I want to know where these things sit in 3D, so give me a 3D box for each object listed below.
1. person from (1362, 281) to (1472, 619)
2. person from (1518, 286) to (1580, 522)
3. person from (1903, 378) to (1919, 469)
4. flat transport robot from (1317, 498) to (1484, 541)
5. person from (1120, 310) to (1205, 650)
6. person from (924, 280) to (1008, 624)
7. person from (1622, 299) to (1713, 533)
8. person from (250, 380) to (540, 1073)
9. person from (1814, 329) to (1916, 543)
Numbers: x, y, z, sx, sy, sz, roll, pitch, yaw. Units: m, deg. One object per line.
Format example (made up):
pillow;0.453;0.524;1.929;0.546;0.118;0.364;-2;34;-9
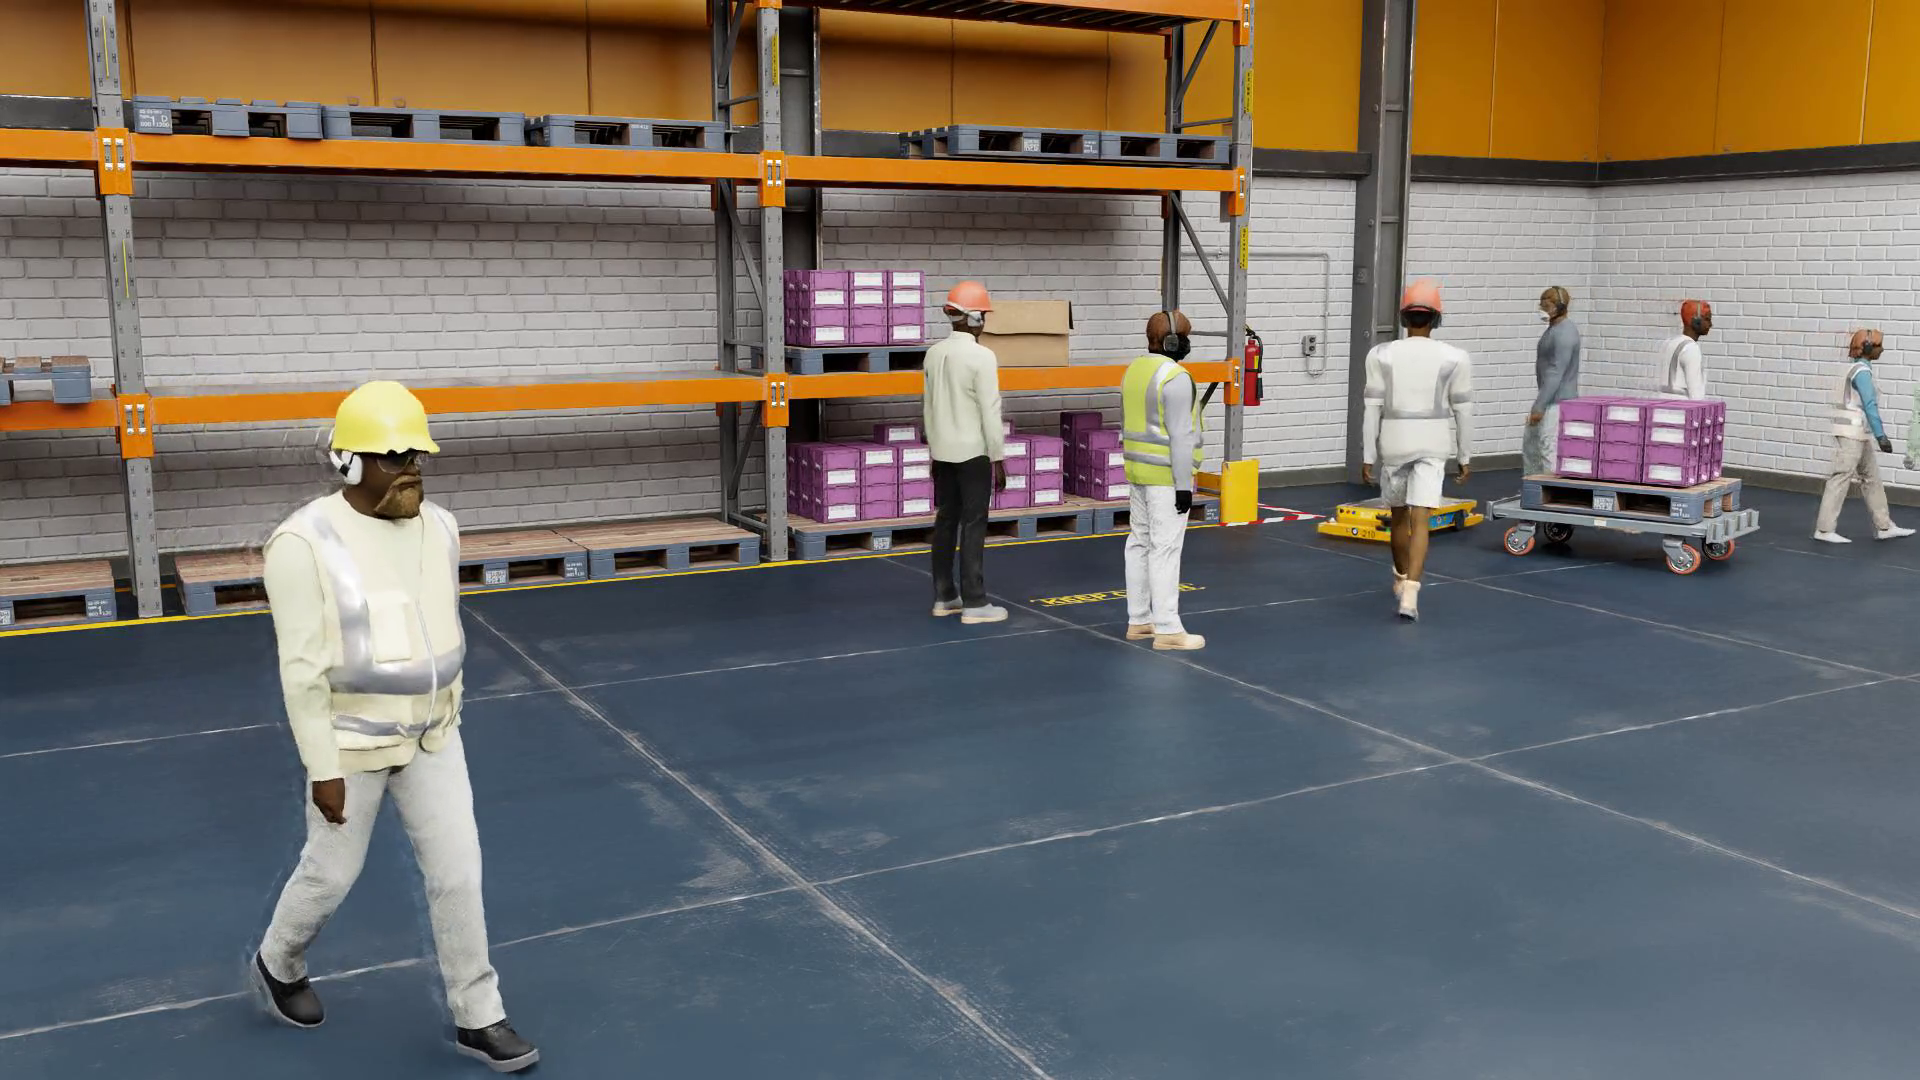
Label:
person;2.736;-0.548;9.988;0.629;1.994;1.065;3;10;18
person;4.762;-1.095;13.525;0.481;1.920;0.653;2;9;10
person;6.859;-0.619;11.555;0.534;1.607;0.442;-2;10;-12
flat transport robot;3.468;-0.190;13.018;0.652;0.197;1.431;9;13;43
person;1.110;-0.331;9.097;0.430;1.844;0.624;-4;10;-21
person;0.031;-0.510;9.725;0.385;1.994;0.616;-8;12;-39
person;5.533;-0.939;12.874;1.013;1.839;0.589;2;10;12
person;-1.554;0.474;4.340;0.893;1.801;0.595;6;11;32
person;6.791;-0.755;12.401;0.644;1.618;0.523;5;10;26
